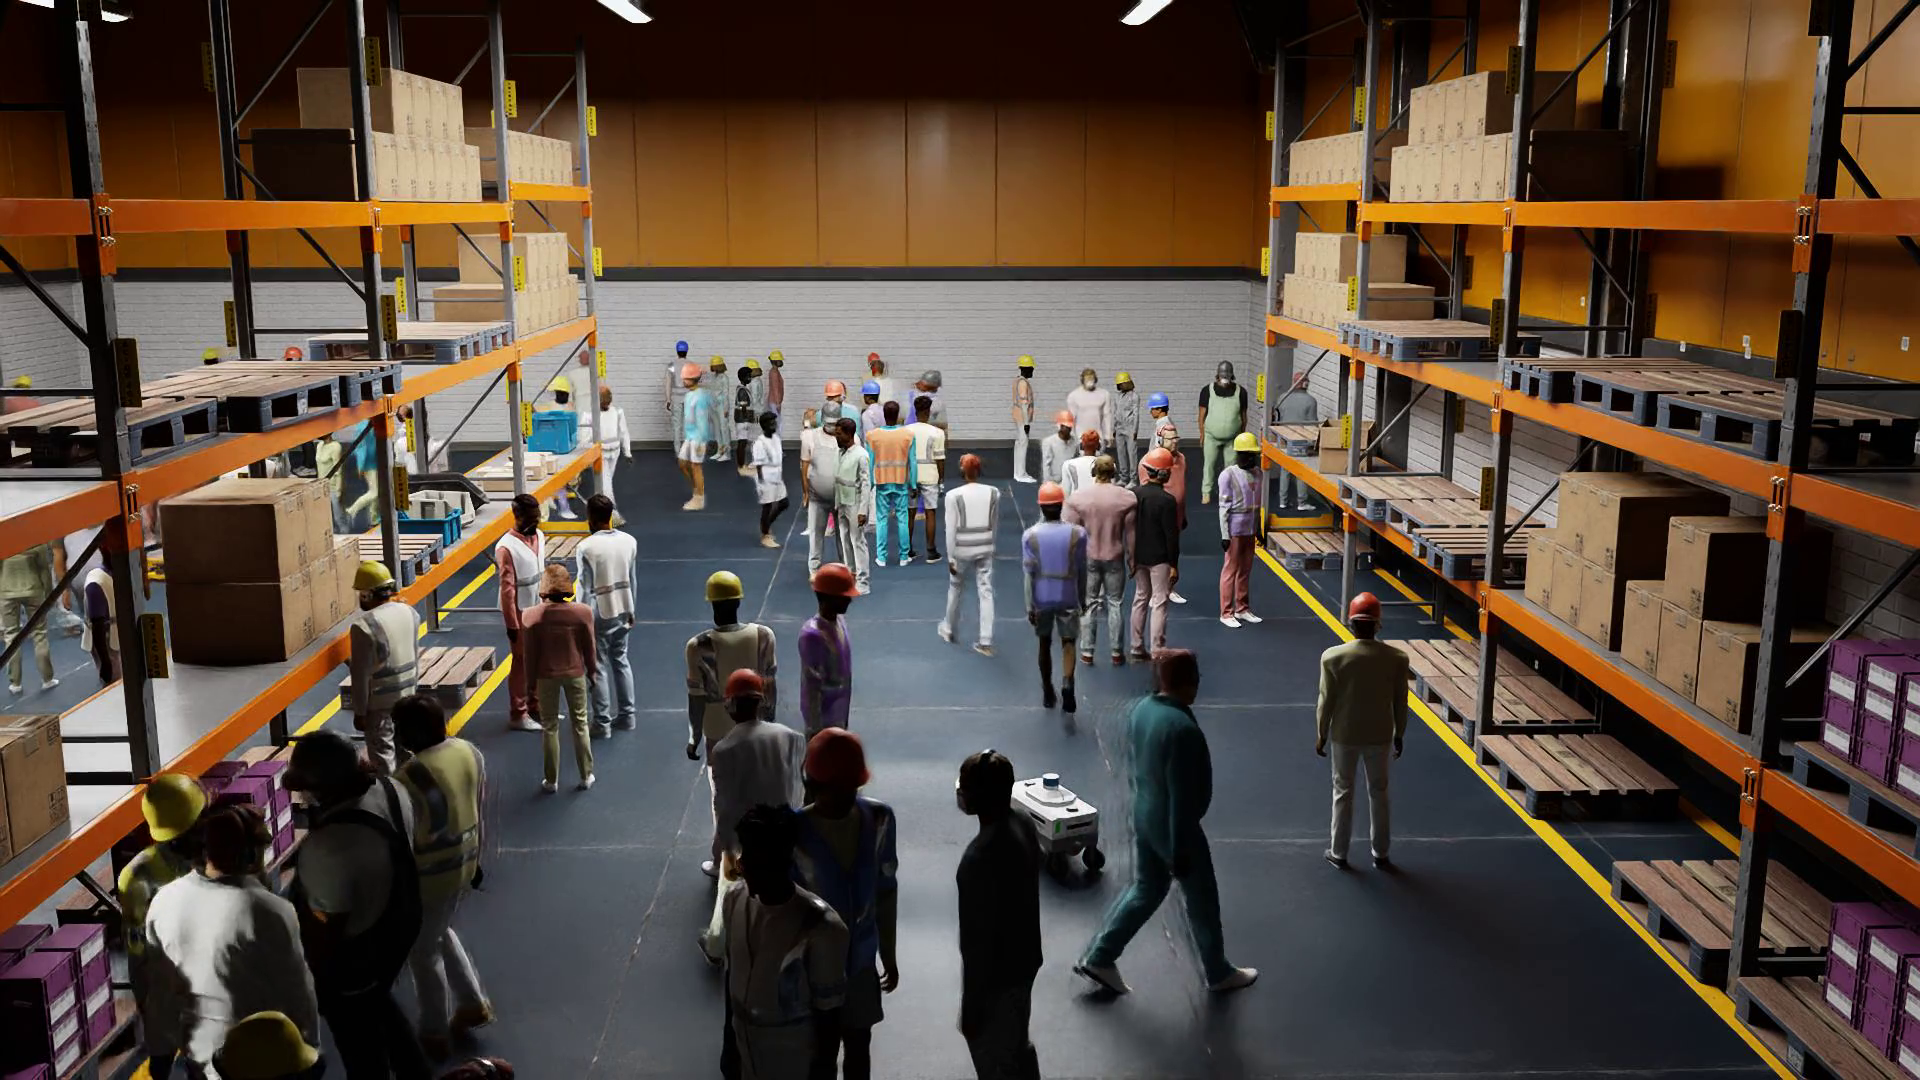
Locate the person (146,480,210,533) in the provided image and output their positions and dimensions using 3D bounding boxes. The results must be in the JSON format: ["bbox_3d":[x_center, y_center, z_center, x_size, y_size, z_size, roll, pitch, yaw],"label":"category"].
[{"bbox_3d":[-8.048,-0.269,17.146,0.614,1.979,0.433,-7,13,-31],"label":"person"}]

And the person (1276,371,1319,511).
[{"bbox_3d":[4.632,-1.351,22.747,0.652,1.906,0.402,11,16,44],"label":"person"}]

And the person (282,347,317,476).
[{"bbox_3d":[-10.228,-1.997,25.762,0.396,1.993,0.617,-5,12,-25],"label":"person"}]

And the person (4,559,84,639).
[{"bbox_3d":[-8.776,0.034,15.941,0.933,1.838,0.613,-5,12,-23],"label":"person"}]

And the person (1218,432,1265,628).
[{"bbox_3d":[2.792,-0.105,16.439,0.588,1.930,0.362,-10,15,-40],"label":"person"}]

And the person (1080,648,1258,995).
[{"bbox_3d":[1.091,1.479,8.681,0.922,1.855,0.687,-3,12,-16],"label":"person"}]

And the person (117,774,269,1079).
[{"bbox_3d":[-3.117,1.823,6.898,0.510,1.876,0.639,10,15,42],"label":"person"}]

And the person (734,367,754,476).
[{"bbox_3d":[-3.335,-1.834,25.706,0.320,1.692,0.531,-2,11,-10],"label":"person"}]

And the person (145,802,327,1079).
[{"bbox_3d":[-2.807,1.935,6.421,0.649,1.860,0.966,5,12,22],"label":"person"}]

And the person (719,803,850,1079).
[{"bbox_3d":[-0.675,1.913,6.249,0.599,1.959,0.368,9,15,39],"label":"person"}]

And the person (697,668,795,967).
[{"bbox_3d":[-1.083,1.537,8.794,0.593,1.698,0.933,-11,16,-44],"label":"person"}]

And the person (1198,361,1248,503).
[{"bbox_3d":[3.665,-1.510,23.204,0.690,2.000,0.656,1,11,6],"label":"person"}]

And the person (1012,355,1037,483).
[{"bbox_3d":[0.977,-1.832,25.118,0.372,1.922,0.585,-1,11,-6],"label":"person"}]

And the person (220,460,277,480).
[{"bbox_3d":[-7.268,-0.185,17.081,0.560,1.836,0.394,-9,15,-39],"label":"person"}]

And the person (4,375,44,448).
[{"bbox_3d":[-13.393,-1.493,23.857,0.521,1.740,0.782,-4,12,-21],"label":"person"}]

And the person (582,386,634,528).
[{"bbox_3d":[-4.622,-1.102,21.720,0.572,1.829,1.032,-9,14,-38],"label":"person"}]

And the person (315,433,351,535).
[{"bbox_3d":[-7.283,-0.575,19.228,0.524,1.761,0.339,10,15,42],"label":"person"}]

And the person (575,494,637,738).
[{"bbox_3d":[-2.749,0.591,13.018,0.391,1.905,0.599,7,13,32],"label":"person"}]

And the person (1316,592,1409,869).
[{"bbox_3d":[2.502,1.189,10.397,0.568,1.748,0.340,0,11,1],"label":"person"}]

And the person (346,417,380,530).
[{"bbox_3d":[-7.606,-0.971,21.299,0.536,1.729,0.566,-2,11,-11],"label":"person"}]

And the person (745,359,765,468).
[{"bbox_3d":[-3.277,-2.017,26.512,0.320,1.737,0.485,0,11,1],"label":"person"}]

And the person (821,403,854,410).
[{"bbox_3d":[-1.673,-1.188,22.067,0.534,1.846,0.654,-8,14,-36],"label":"person"}]

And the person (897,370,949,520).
[{"bbox_3d":[-0.478,-1.289,22.095,0.702,2.000,0.607,8,14,34],"label":"person"}]

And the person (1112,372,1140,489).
[{"bbox_3d":[2.431,-1.625,24.569,0.323,1.728,0.489,-10,15,-42],"label":"person"}]

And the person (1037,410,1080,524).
[{"bbox_3d":[1.188,-0.723,20.048,0.562,1.729,0.686,-5,12,-25],"label":"person"}]

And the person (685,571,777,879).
[{"bbox_3d":[-1.406,1.136,10.221,0.585,1.927,0.373,-7,13,-30],"label":"person"}]

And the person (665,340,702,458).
[{"bbox_3d":[-4.566,-2.318,27.490,0.605,1.948,0.391,-2,11,-11],"label":"person"}]

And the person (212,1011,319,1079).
[{"bbox_3d":[-2.062,2.251,5.032,0.331,1.768,0.526,-3,12,-17],"label":"person"}]

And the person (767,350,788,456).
[{"bbox_3d":[-3.056,-2.282,27.770,0.312,1.768,0.522,-2,11,-11],"label":"person"}]

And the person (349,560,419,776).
[{"bbox_3d":[-3.813,1.033,11.009,0.403,1.823,0.585,4,12,21],"label":"person"}]

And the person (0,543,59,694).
[{"bbox_3d":[-7.991,0.498,14.160,0.500,1.633,0.285,-5,12,-25],"label":"person"}]
